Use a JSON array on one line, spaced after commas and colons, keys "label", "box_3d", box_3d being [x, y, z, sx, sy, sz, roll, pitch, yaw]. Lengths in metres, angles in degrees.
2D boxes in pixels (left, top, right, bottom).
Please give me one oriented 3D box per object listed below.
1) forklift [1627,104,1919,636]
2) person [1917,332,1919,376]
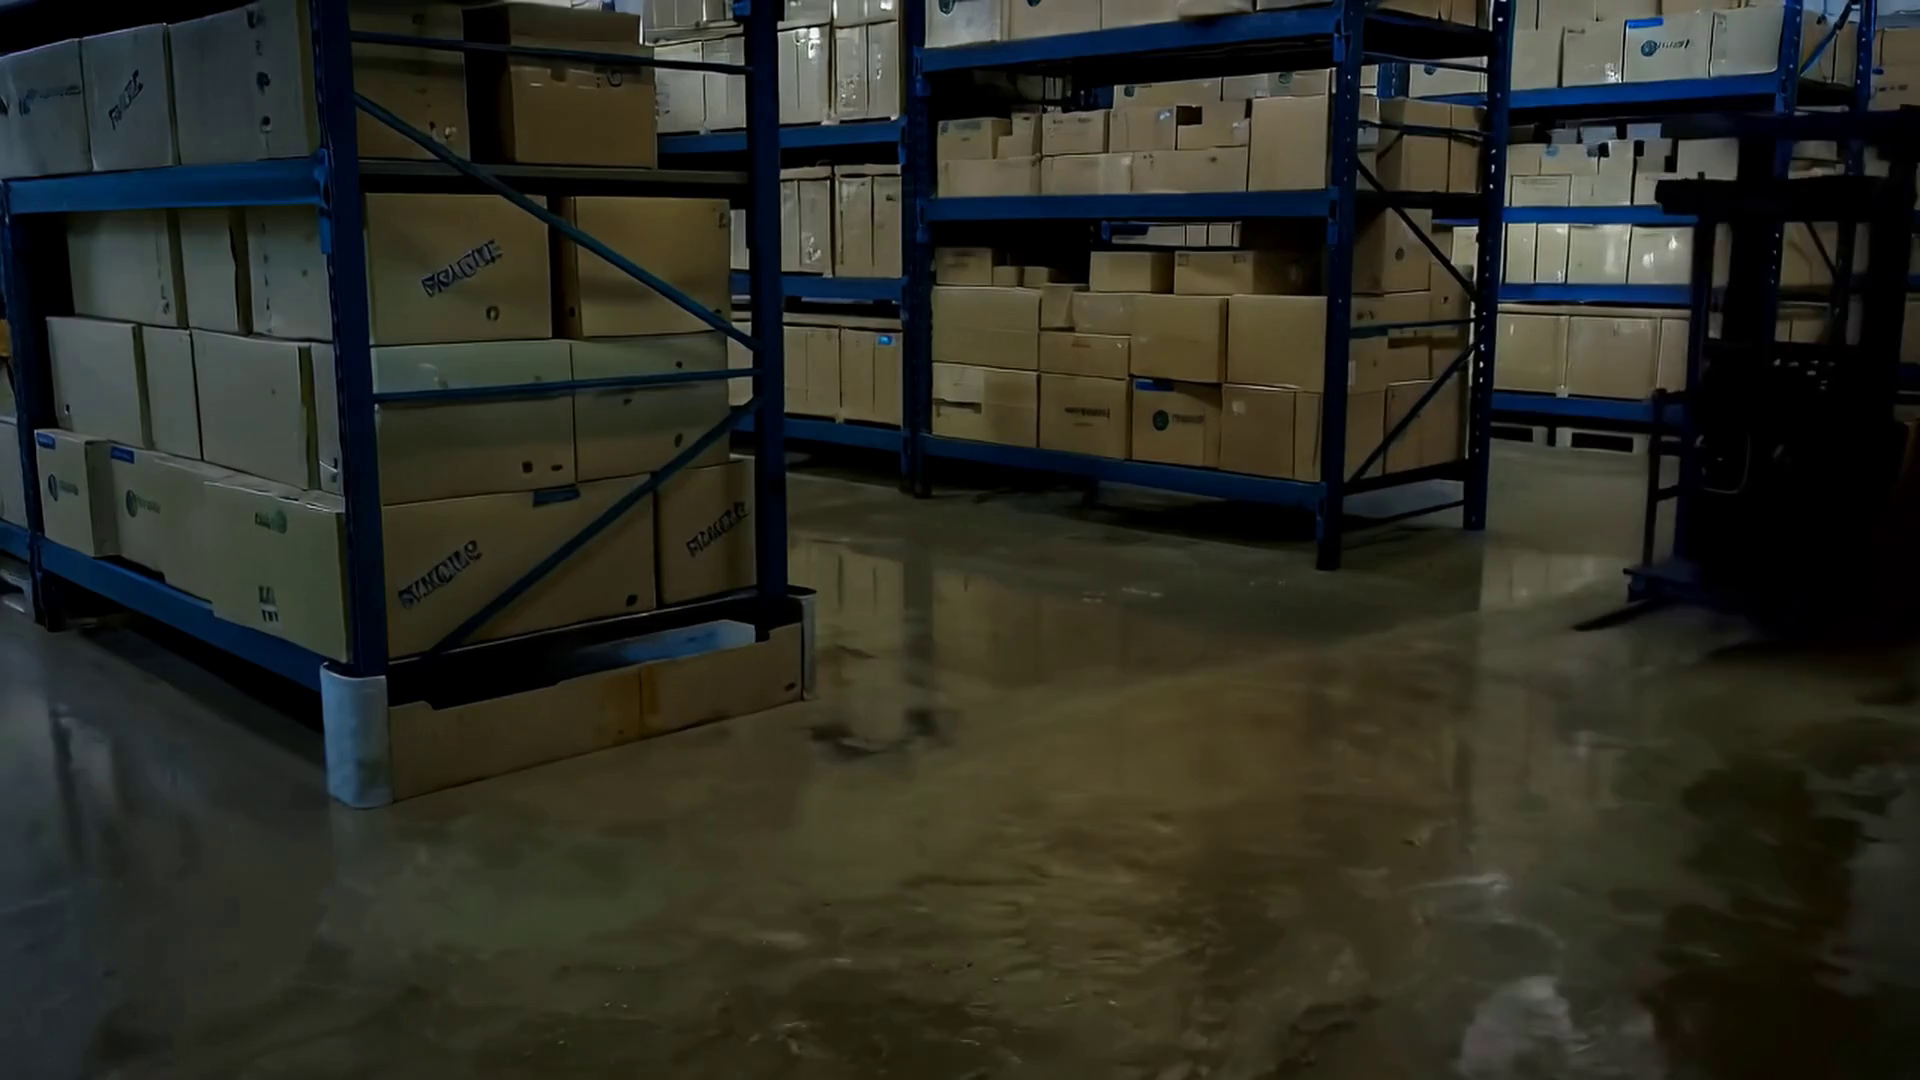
[{"label": "forklift", "box_3d": [4.868, -1.039, 9.518, 1.873, 2.768, 1.129, -10, 14, -44]}, {"label": "person", "box_3d": [9.654, -1.737, 16.204, 0.453, 1.819, 0.627, -9, 14, -40]}]
